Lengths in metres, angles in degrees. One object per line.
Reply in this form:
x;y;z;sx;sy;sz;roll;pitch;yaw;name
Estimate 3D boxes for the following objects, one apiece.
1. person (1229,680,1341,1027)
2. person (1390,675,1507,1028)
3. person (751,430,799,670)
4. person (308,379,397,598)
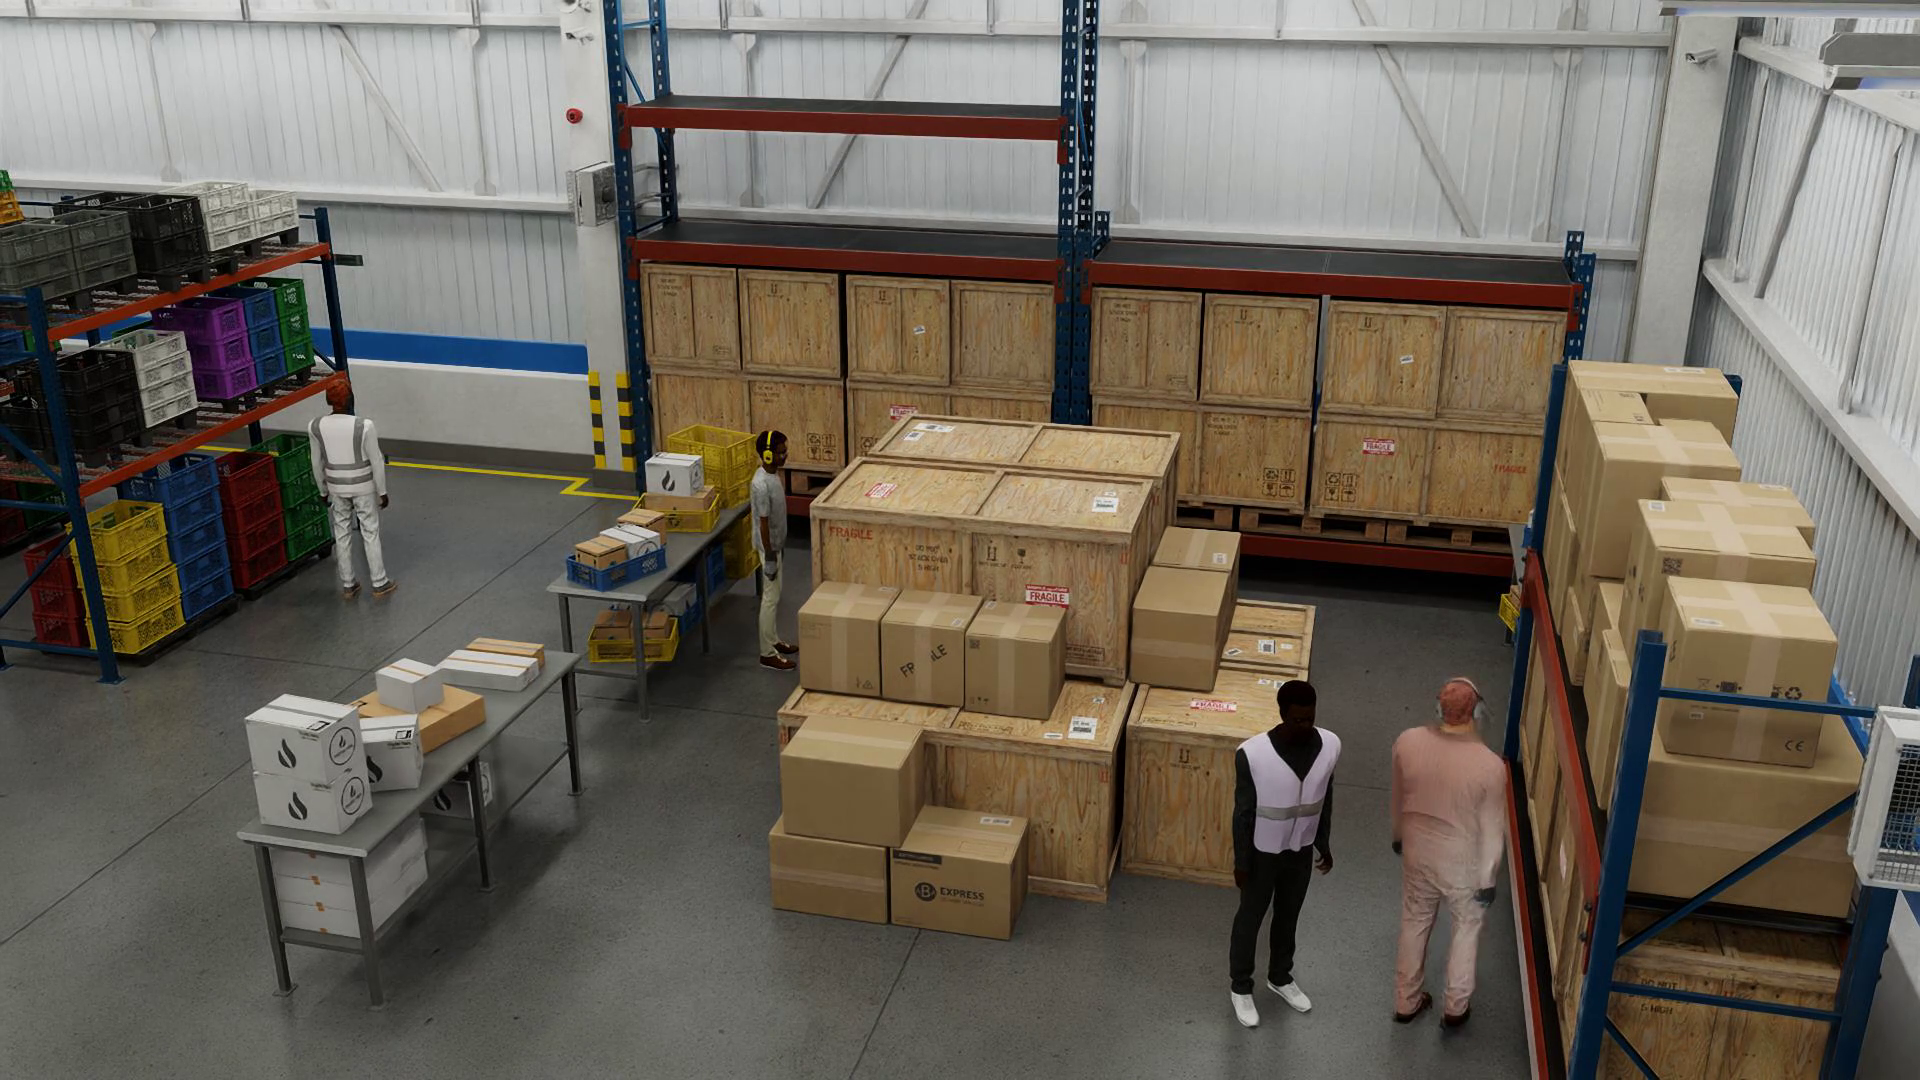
1.658;1.580;8.584;0.590;1.920;0.399;-8;22;-19;person
2.468;1.616;8.565;0.676;1.867;0.516;19;28;40;person
-1.408;0.066;12.624;0.314;1.861;0.535;0;21;0;person
-5.065;-0.422;13.870;0.584;1.882;0.347;0;21;0;person
